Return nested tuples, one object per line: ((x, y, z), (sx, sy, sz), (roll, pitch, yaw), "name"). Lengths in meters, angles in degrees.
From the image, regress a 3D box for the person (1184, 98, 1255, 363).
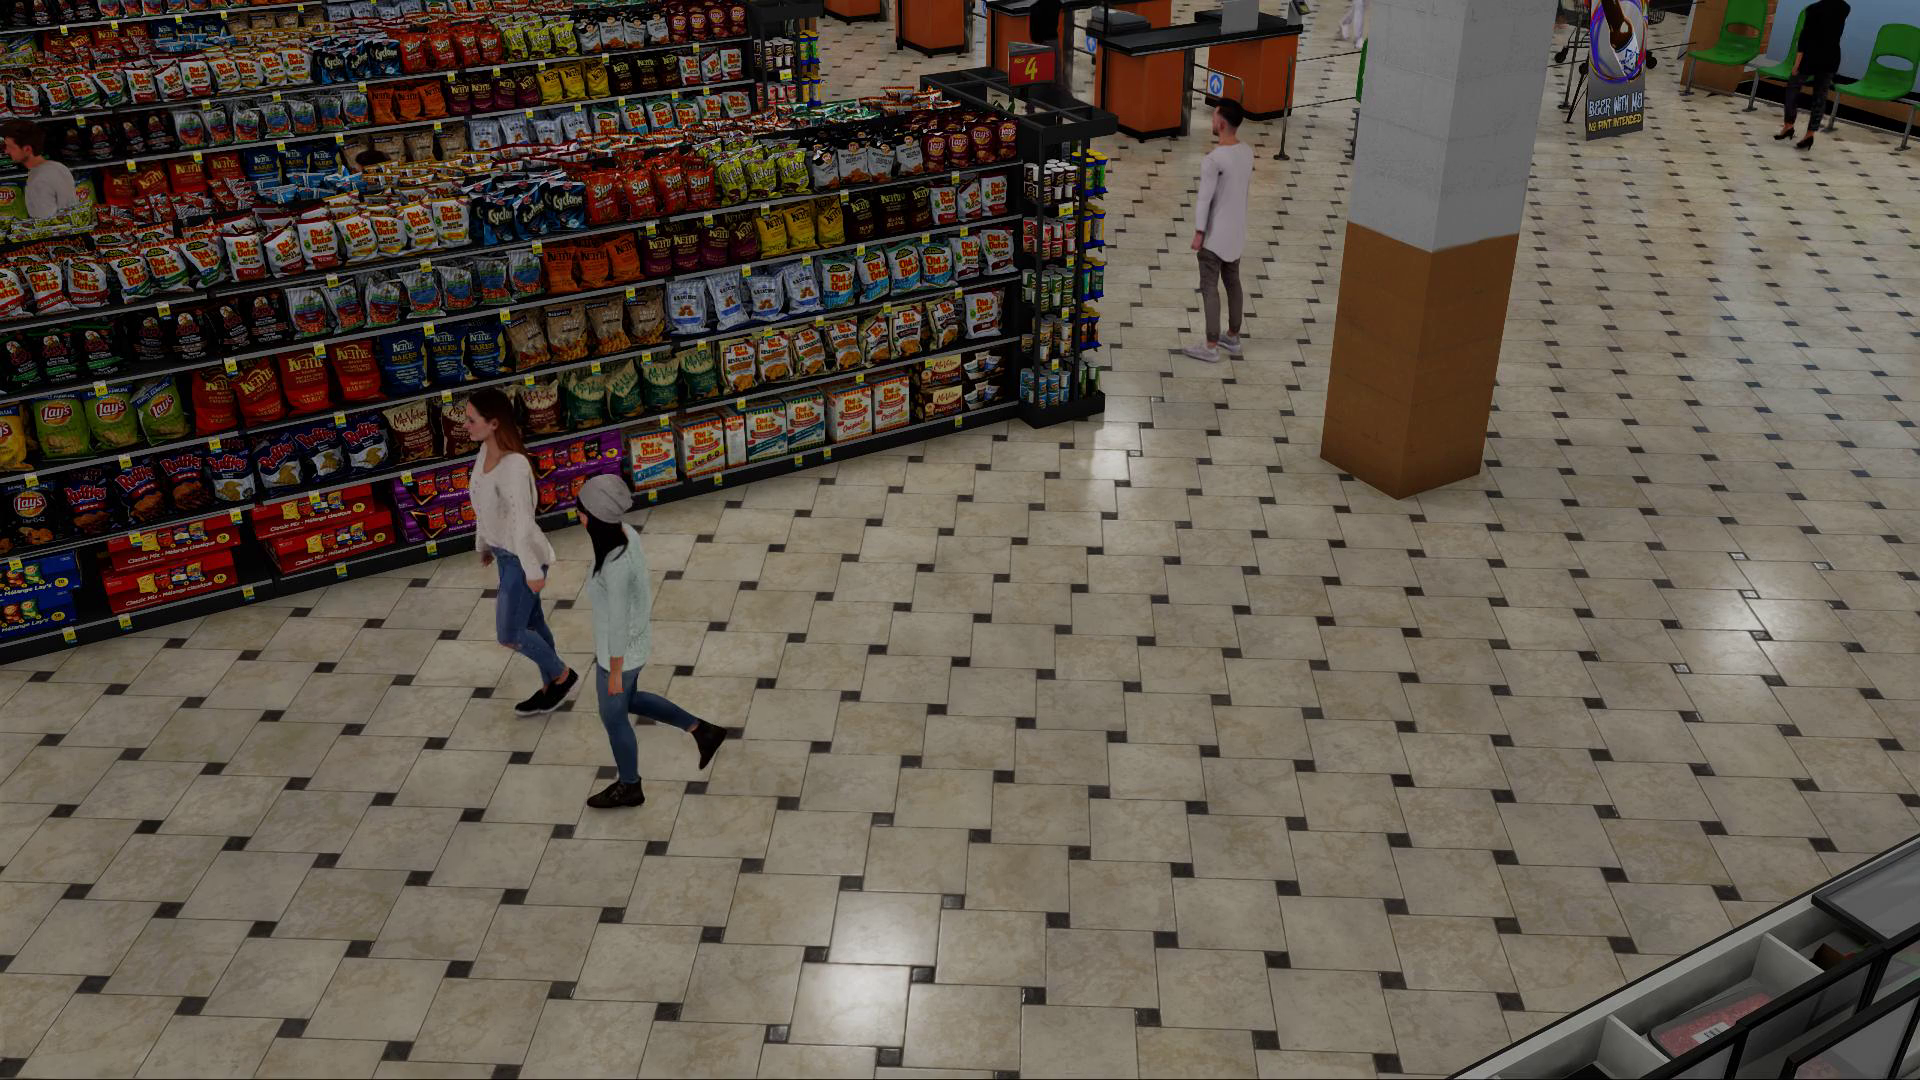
((1.850, -2.177, 11.676), (0.773, 1.835, 0.580), (25, 37, 38), "person")

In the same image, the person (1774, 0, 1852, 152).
((8.524, -4.694, 16.428), (0.765, 1.699, 0.831), (-5, 29, -9), "person")

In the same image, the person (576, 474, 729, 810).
((-1.351, 0.450, 7.073), (0.954, 1.635, 0.774), (-3, 29, -5), "person")

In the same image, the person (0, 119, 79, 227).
((-5.799, -1.856, 11.055), (1.190, 1.867, 0.852), (-6, 29, -11), "person")

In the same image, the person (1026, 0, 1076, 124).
((0.946, -4.866, 16.801), (0.863, 1.643, 1.012), (23, 36, 36), "person")

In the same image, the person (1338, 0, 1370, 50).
((4.956, -7.099, 20.660), (1.095, 1.864, 0.855), (-10, 30, -17), "person")

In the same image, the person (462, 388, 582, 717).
((-1.961, 0.073, 7.715), (0.572, 1.680, 0.645), (-16, 32, -27), "person")
